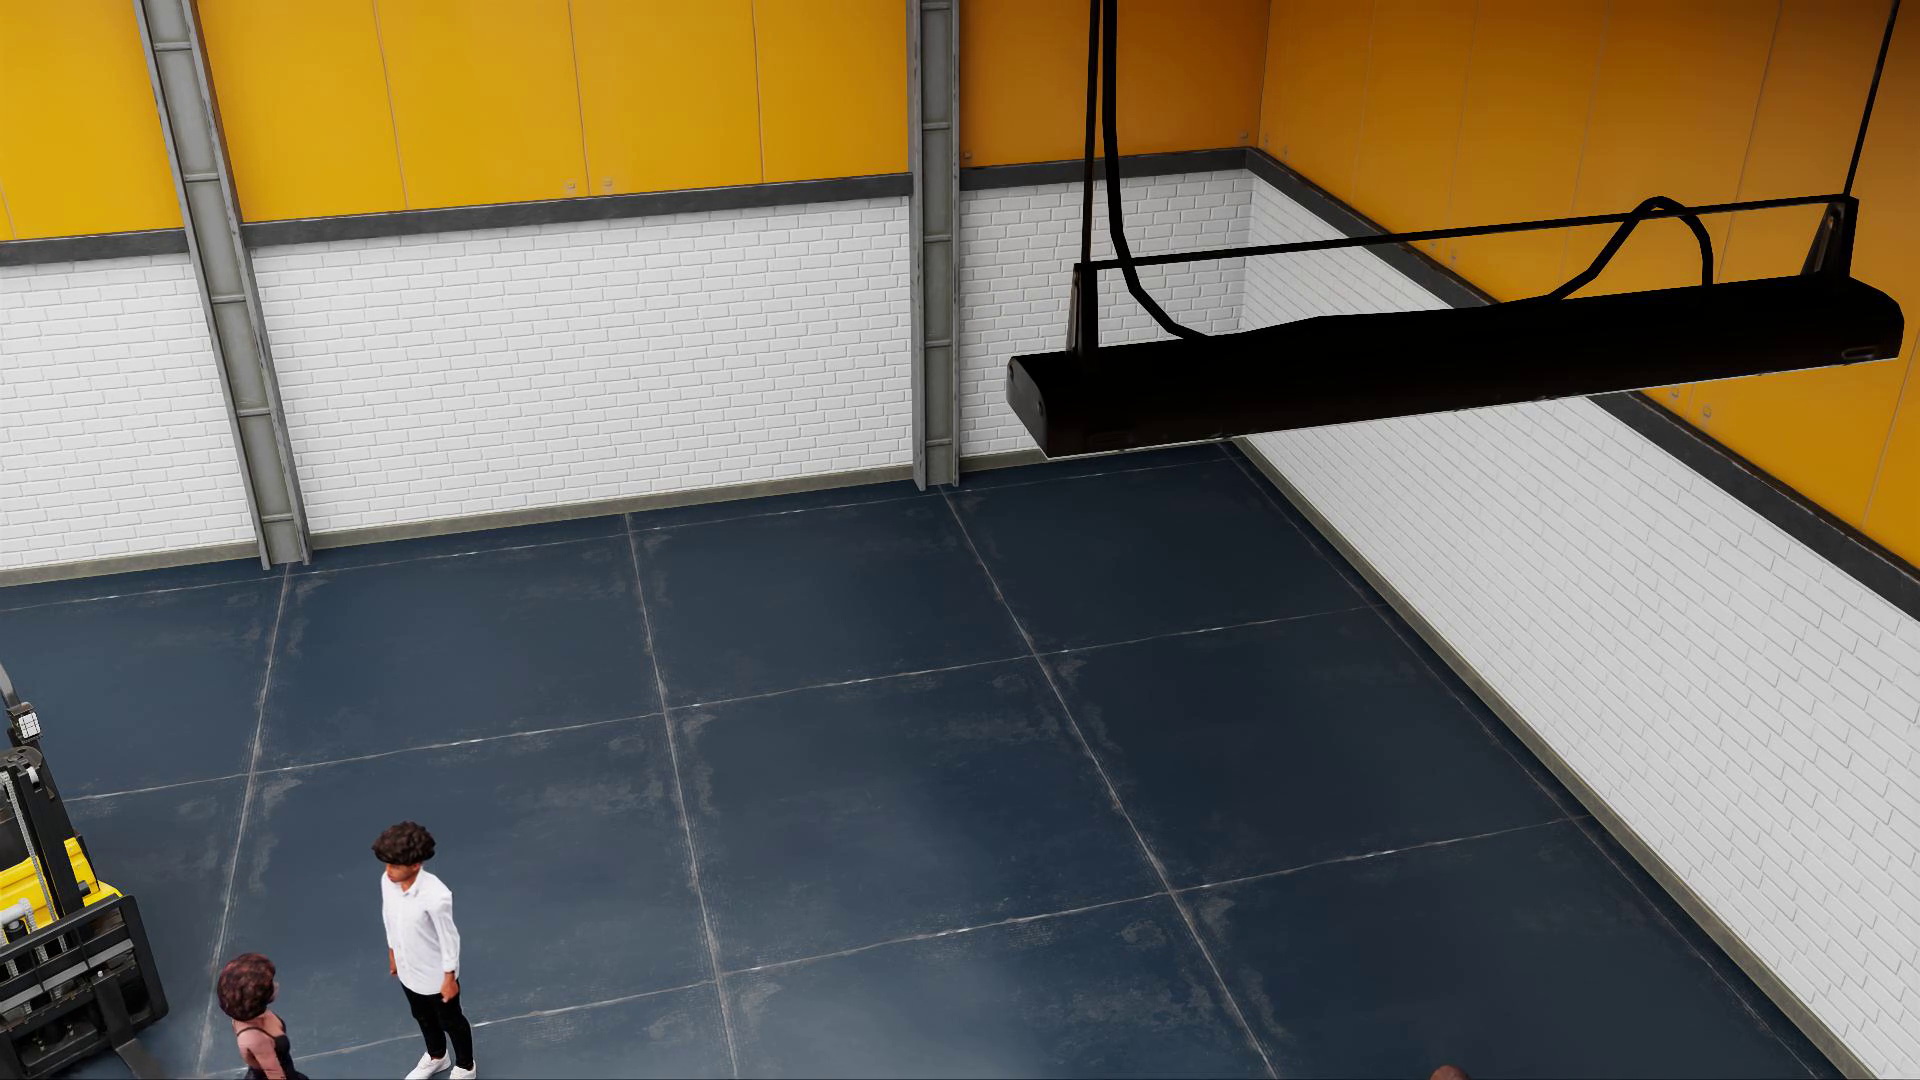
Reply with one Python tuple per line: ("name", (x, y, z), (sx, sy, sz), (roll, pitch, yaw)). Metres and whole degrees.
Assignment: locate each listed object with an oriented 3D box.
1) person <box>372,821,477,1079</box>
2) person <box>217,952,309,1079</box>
("person", (-2.931, 2.302, 9.125), (0.719, 1.809, 0.781), (15, 32, 25))
("person", (-3.489, 2.830, 8.235), (1.164, 1.734, 0.749), (-14, 32, -24))
